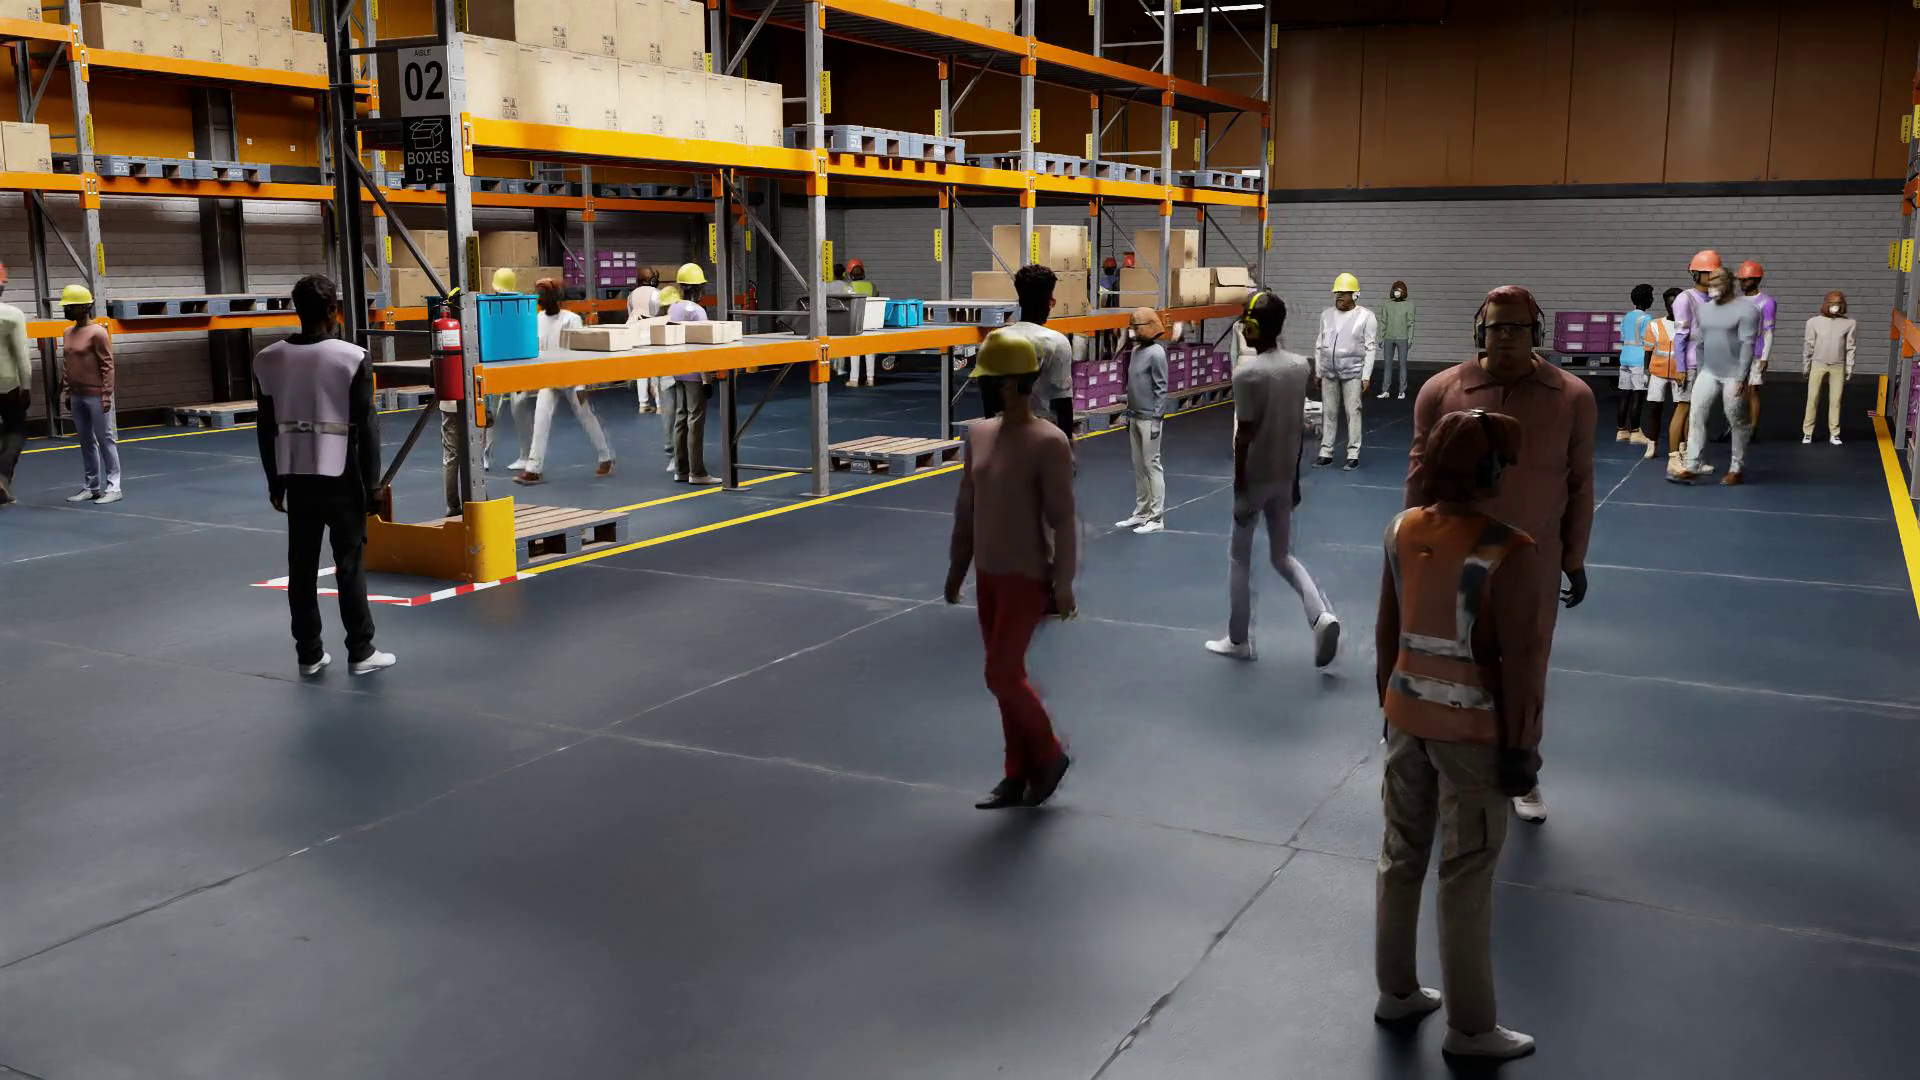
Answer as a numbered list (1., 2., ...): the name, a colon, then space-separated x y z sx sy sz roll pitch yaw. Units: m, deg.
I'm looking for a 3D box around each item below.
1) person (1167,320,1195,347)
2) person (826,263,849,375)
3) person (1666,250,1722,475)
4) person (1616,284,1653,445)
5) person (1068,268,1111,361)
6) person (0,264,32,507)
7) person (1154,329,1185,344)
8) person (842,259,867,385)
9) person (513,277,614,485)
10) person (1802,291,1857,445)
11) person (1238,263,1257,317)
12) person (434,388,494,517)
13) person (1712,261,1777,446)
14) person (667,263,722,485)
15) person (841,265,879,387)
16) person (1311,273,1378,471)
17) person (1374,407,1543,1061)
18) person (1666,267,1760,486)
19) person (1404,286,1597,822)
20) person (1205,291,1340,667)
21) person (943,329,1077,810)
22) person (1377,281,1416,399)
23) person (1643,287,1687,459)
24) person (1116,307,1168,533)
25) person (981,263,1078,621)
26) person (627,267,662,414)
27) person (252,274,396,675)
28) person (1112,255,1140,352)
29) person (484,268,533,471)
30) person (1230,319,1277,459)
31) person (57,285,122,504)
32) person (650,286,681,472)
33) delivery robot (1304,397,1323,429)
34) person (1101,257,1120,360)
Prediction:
1. person: 3.188 -3.311 25.332 0.922 1.954 0.618 -8 13 -39
2. person: -1.975 -3.665 27.674 0.559 1.849 0.516 3 10 16
3. person: 6.732 -1.603 15.147 0.615 2.041 0.376 -7 12 -35
4. person: 7.196 -1.863 17.660 0.317 1.697 0.533 -1 10 -8
5. person: 1.780 -2.838 22.923 0.619 1.836 0.430 0 10 -2
6. person: -7.658 -1.222 13.158 0.616 1.977 0.540 -1 10 -5
7. person: 3.325 -3.364 25.812 1.046 1.865 0.656 -2 10 -12
8. person: -1.581 -3.339 25.521 0.369 1.933 0.543 -7 12 -37
9. person: -3.522 -1.417 14.769 0.591 1.820 1.111 5 11 25
10. person: 9.182 -1.816 17.597 0.504 1.625 0.284 3 10 18
11. person: 4.500 -3.247 25.188 0.957 1.850 0.674 2 10 12
12. person: -3.783 -0.975 12.682 0.514 1.641 0.307 4 11 22
13. person: 8.278 -1.963 17.538 0.356 1.937 0.552 -5 11 -28
14. person: -2.341 -1.447 14.569 0.361 1.928 0.594 -8 12 -38
15. person: -1.534 -3.244 25.248 0.622 1.840 0.430 -6 11 -29
16. person: 3.573 -1.565 15.538 0.586 1.833 0.403 8 12 38
17. person: 1.249 0.485 4.222 0.314 1.641 0.515 -5 11 -26
18. person: 6.519 -1.393 14.355 0.935 1.887 0.656 -6 11 -31
19. person: 1.918 0.054 5.948 0.651 1.907 0.409 2 10 14
20. person: 1.535 -0.285 8.092 0.518 1.845 0.724 -6 11 -30
21. person: 0.159 0.125 5.976 0.378 1.750 0.535 -7 12 -35
22. person: 6.064 -2.778 23.125 0.499 1.636 0.285 7 12 34
23. person: 6.940 -1.613 16.253 0.536 1.686 0.321 6 11 29
24. person: 1.335 -0.867 12.071 0.269 1.631 0.509 -3 10 -18
25. person: 0.396 -0.538 9.203 0.613 1.963 0.361 9 13 41
26. person: -3.875 -2.506 20.961 0.627 1.844 0.429 6 11 30
27. person: -3.055 -0.298 7.960 0.590 1.918 0.398 1 10 7
28. person: 2.495 -3.178 24.402 0.625 1.992 0.386 -6 12 -32
29. person: -4.252 -1.546 15.300 0.635 1.873 0.871 6 12 32
30. person: 2.864 -1.586 16.218 0.521 1.638 0.311 10 14 44
31. person: -7.057 -1.169 13.436 0.535 1.767 0.317 5 11 27
32. person: -2.629 -1.482 15.375 0.492 1.726 0.420 0 10 1
33. delivery robot: 3.635 -1.426 18.153 0.477 0.478 0.707 -5 11 -25
34. person: 2.734 -4.171 30.341 0.368 1.929 0.590 7 12 36
